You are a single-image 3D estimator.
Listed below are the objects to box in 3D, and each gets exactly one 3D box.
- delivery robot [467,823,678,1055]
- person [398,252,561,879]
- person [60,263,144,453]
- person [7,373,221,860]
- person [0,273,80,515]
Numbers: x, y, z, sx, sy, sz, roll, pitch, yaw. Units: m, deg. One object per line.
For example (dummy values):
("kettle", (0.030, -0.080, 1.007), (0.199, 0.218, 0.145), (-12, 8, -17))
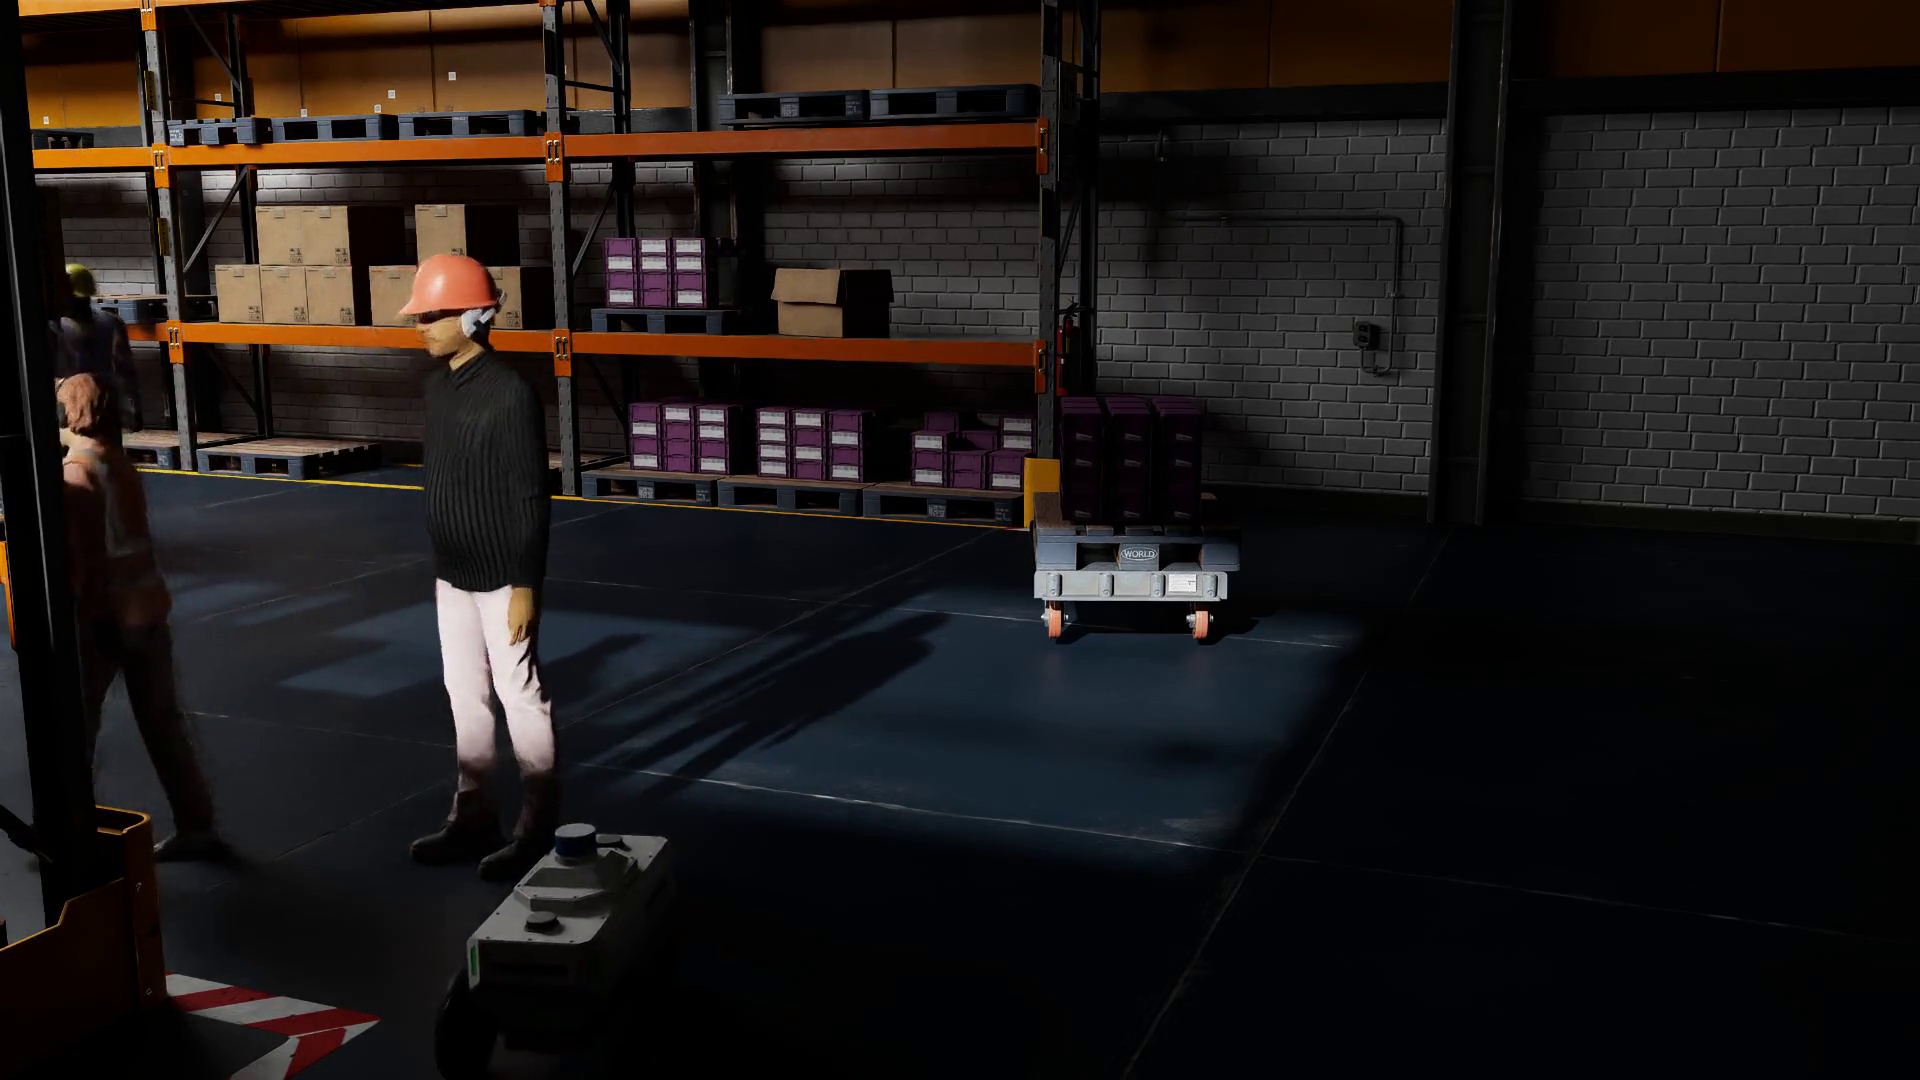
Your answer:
("delivery robot", (-0.959, 0.958, 4.192), (0.477, 0.478, 0.707), (1, 10, 6))
("person", (-1.533, 0.087, 5.308), (0.624, 1.989, 0.400), (9, 14, 42))
("person", (-5.800, -0.885, 11.019), (0.772, 1.883, 0.645), (9, 14, 42))
("person", (-2.821, 0.265, 5.421), (0.720, 1.593, 0.567), (0, 10, -3))
("person", (-5.680, -0.741, 10.303), (0.662, 1.864, 0.615), (-5, 11, -25))
